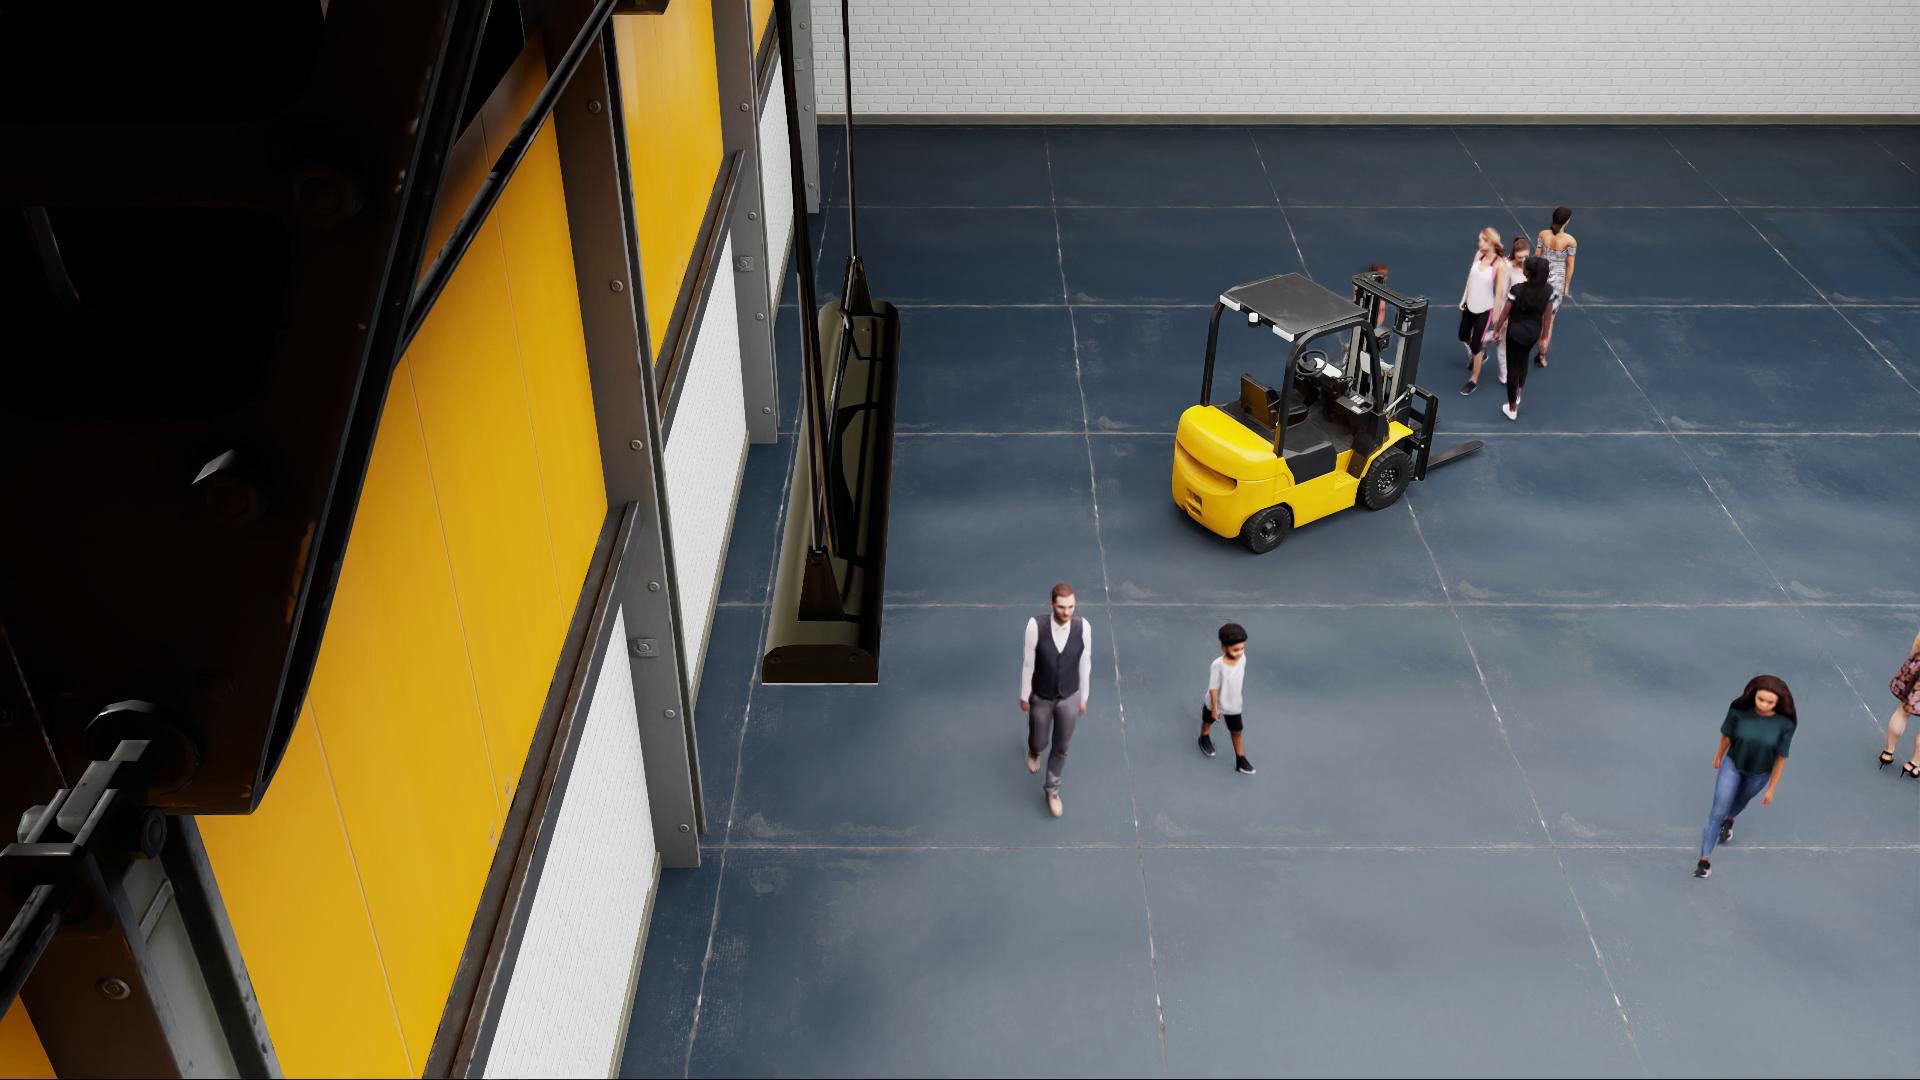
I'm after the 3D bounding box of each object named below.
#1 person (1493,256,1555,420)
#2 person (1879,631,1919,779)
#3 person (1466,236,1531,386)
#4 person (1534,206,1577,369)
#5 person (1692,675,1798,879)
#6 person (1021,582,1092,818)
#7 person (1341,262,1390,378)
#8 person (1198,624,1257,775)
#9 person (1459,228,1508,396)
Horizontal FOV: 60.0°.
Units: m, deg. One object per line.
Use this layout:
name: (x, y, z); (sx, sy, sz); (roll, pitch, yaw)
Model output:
person: (5.748, -2.032, 16.896); (0.650, 1.724, 0.737); (-2, 34, -3)
person: (7.181, 1.014, 12.270); (0.865, 1.773, 0.796); (-24, 40, -31)
person: (5.731, -2.463, 17.605); (1.008, 1.658, 1.106); (-27, 42, -34)
person: (6.298, -2.716, 17.838); (0.672, 1.822, 0.721); (26, 41, 33)
person: (5.518, 1.564, 11.626); (0.940, 1.569, 1.191); (16, 37, 23)
person: (0.664, 1.067, 12.055); (0.708, 1.922, 0.904); (-3, 34, -5)
person: (4.356, -2.382, 17.810); (0.711, 1.295, 0.838); (-19, 38, -26)
person: (1.959, 1.150, 12.560); (0.681, 1.225, 0.901); (-12, 36, -18)
person: (5.489, -2.454, 17.497); (0.899, 1.762, 0.889); (-23, 40, -31)
